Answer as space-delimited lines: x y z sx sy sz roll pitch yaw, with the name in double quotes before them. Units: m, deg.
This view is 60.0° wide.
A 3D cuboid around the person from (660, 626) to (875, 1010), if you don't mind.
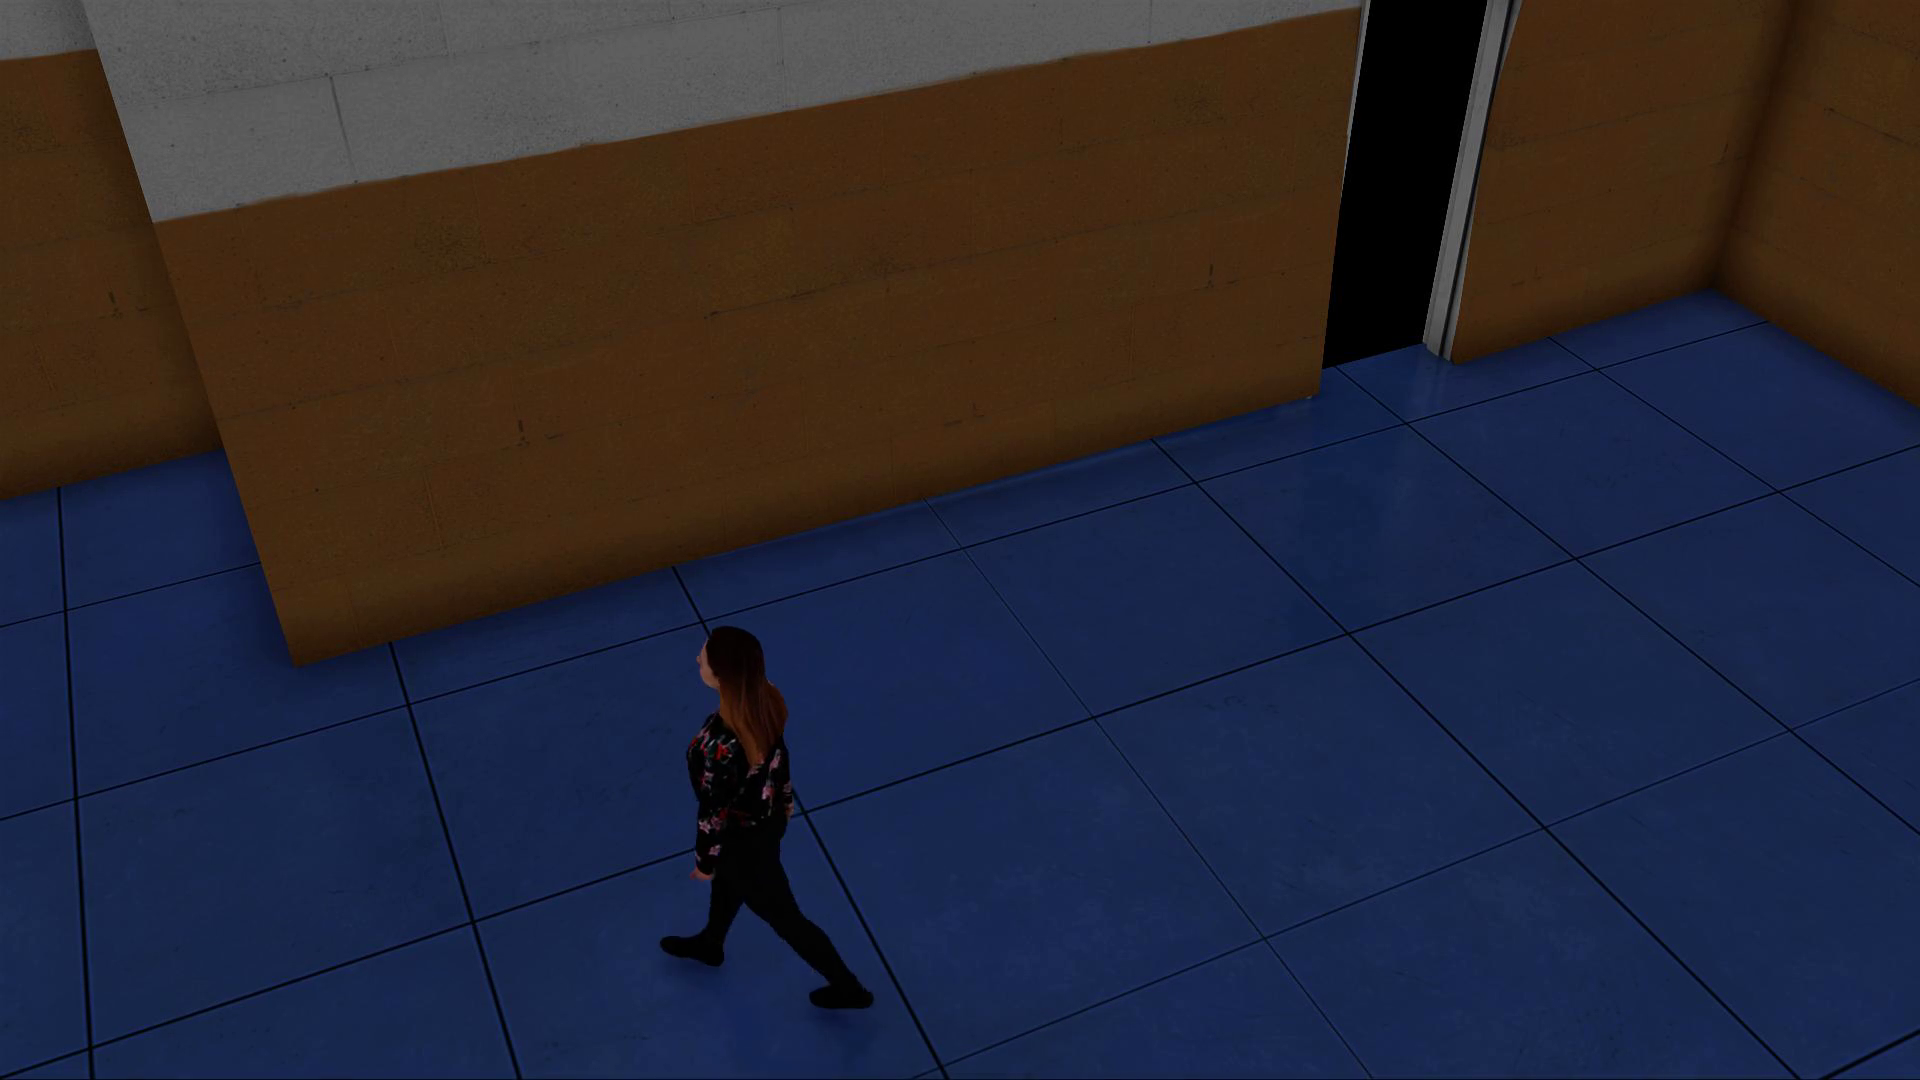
"person" -0.617 0.988 5.511 1.080 1.646 1.065 10 38 13
